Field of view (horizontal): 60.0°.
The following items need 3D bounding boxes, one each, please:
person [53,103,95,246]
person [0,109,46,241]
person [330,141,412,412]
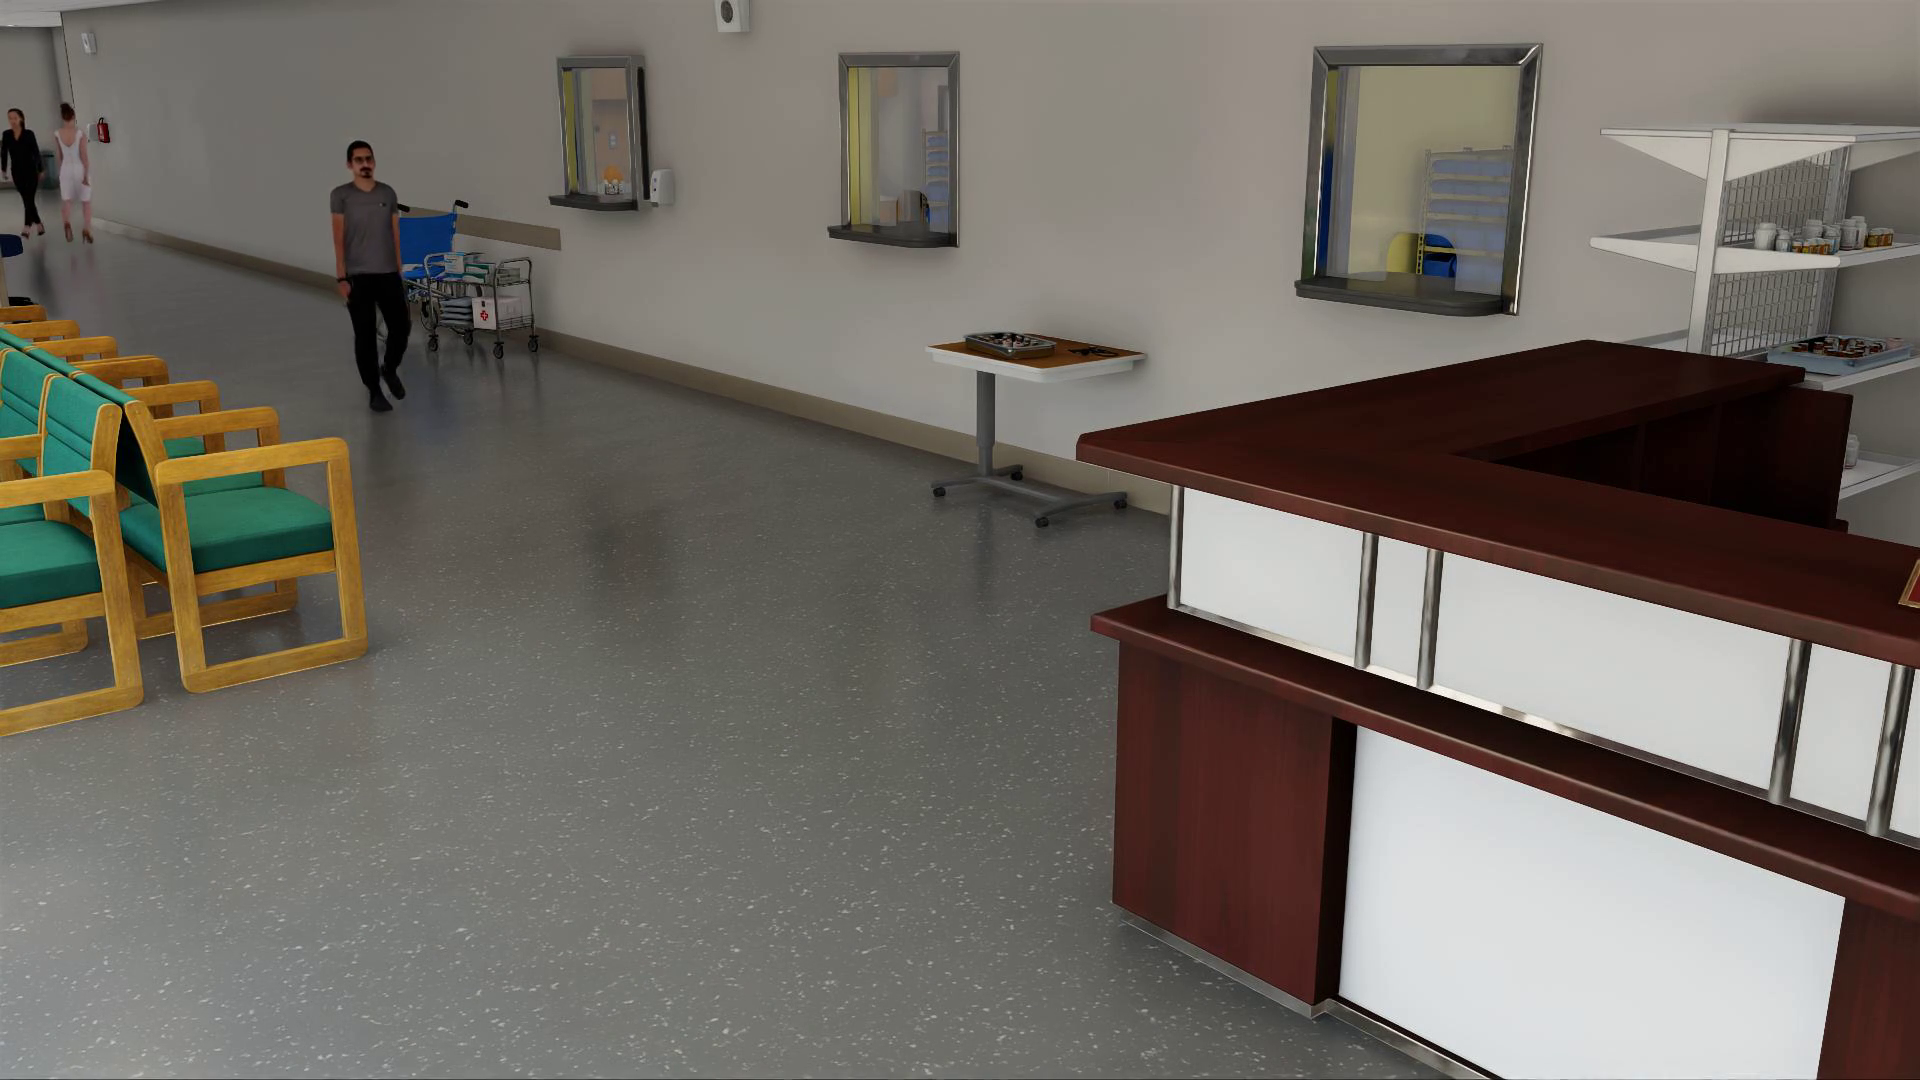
[{"bbox_3d":[-11.152,-4.533,20.864,1.106,1.757,1.031,-3,16,-9],"label":"person"},{"bbox_3d":[-12.368,-4.809,22.025,1.087,1.660,0.993,-3,16,-11],"label":"person"},{"bbox_3d":[-3.910,-1.735,10.971,0.653,1.741,0.702,-11,19,-34],"label":"person"}]
